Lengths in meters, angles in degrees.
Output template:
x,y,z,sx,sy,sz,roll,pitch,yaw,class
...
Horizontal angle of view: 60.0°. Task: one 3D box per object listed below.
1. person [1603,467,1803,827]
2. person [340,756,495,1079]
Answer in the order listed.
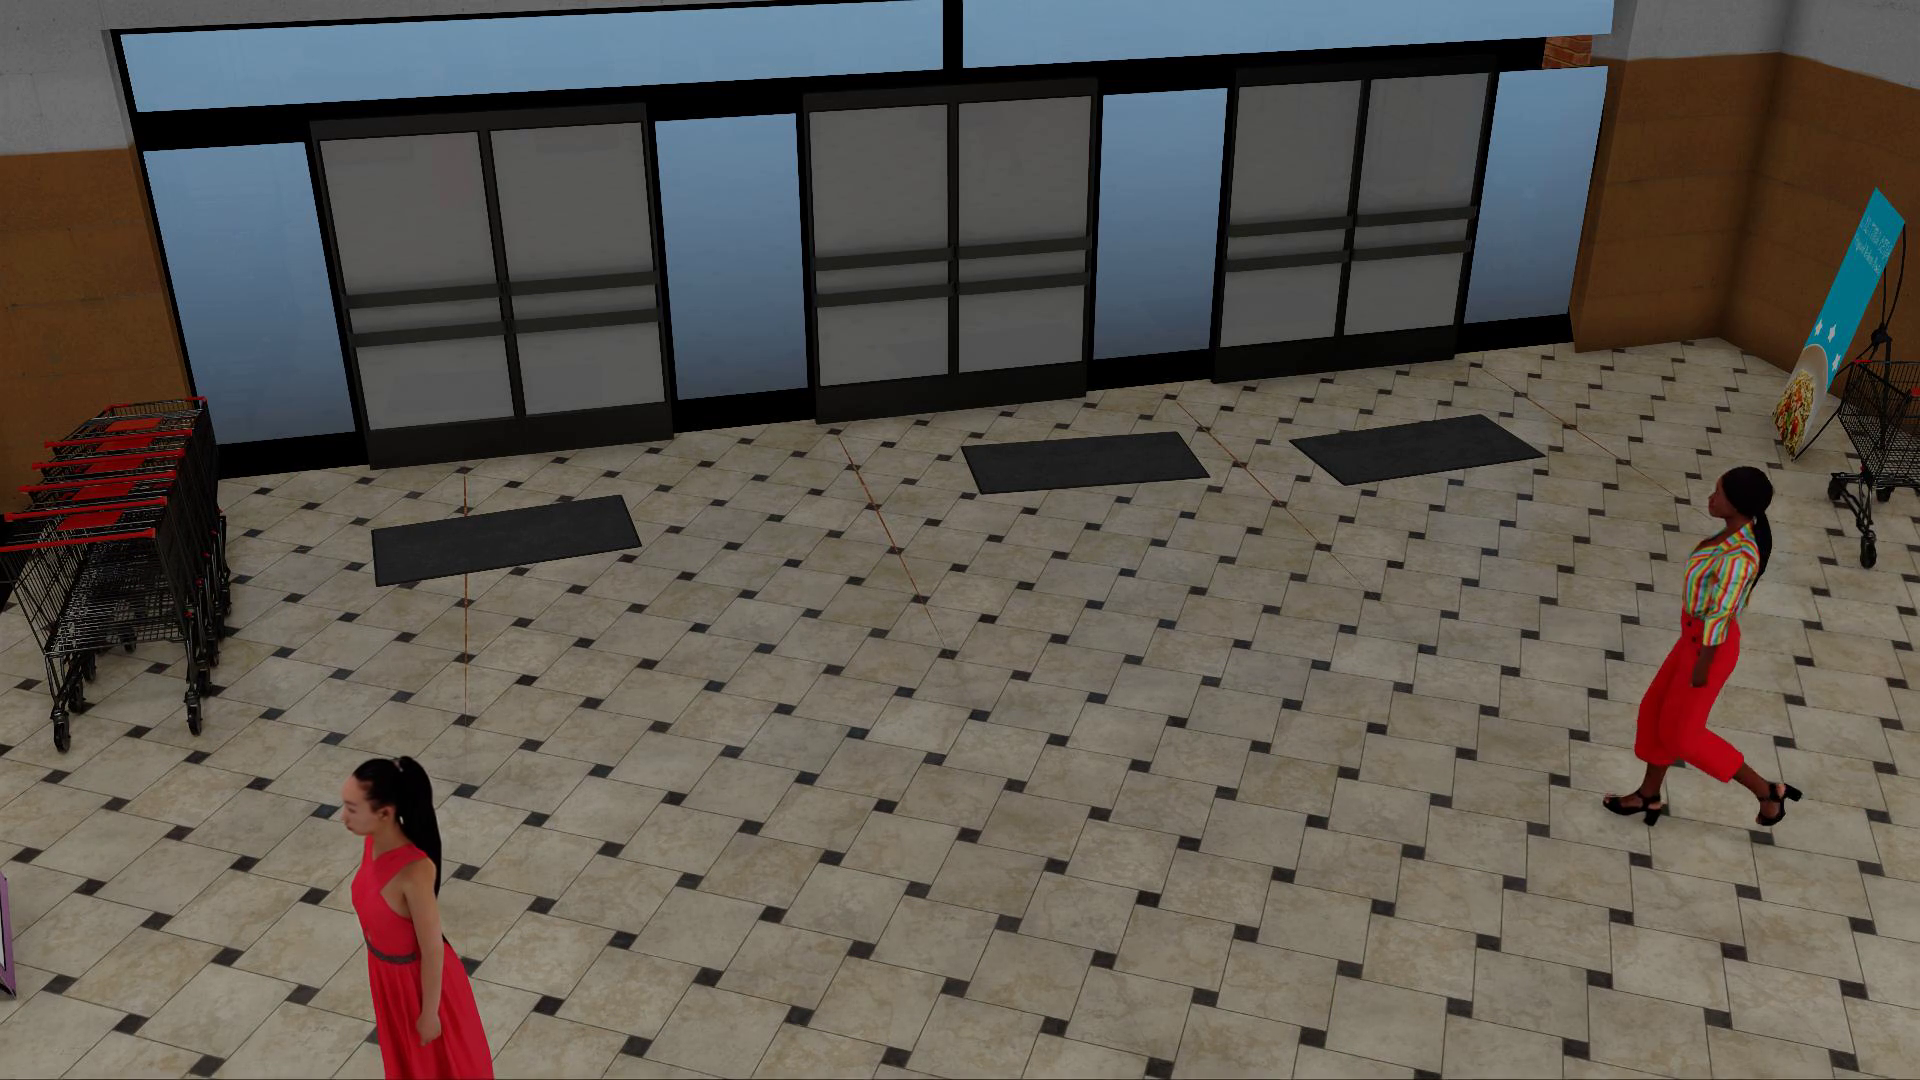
x,y,z,sx,sy,sz,roll,pitch,yaw,class
3.268,0.534,7.091,1.014,1.776,1.001,12,29,22,person
-1.754,1.433,5.372,0.765,1.728,0.657,-23,35,-37,person
